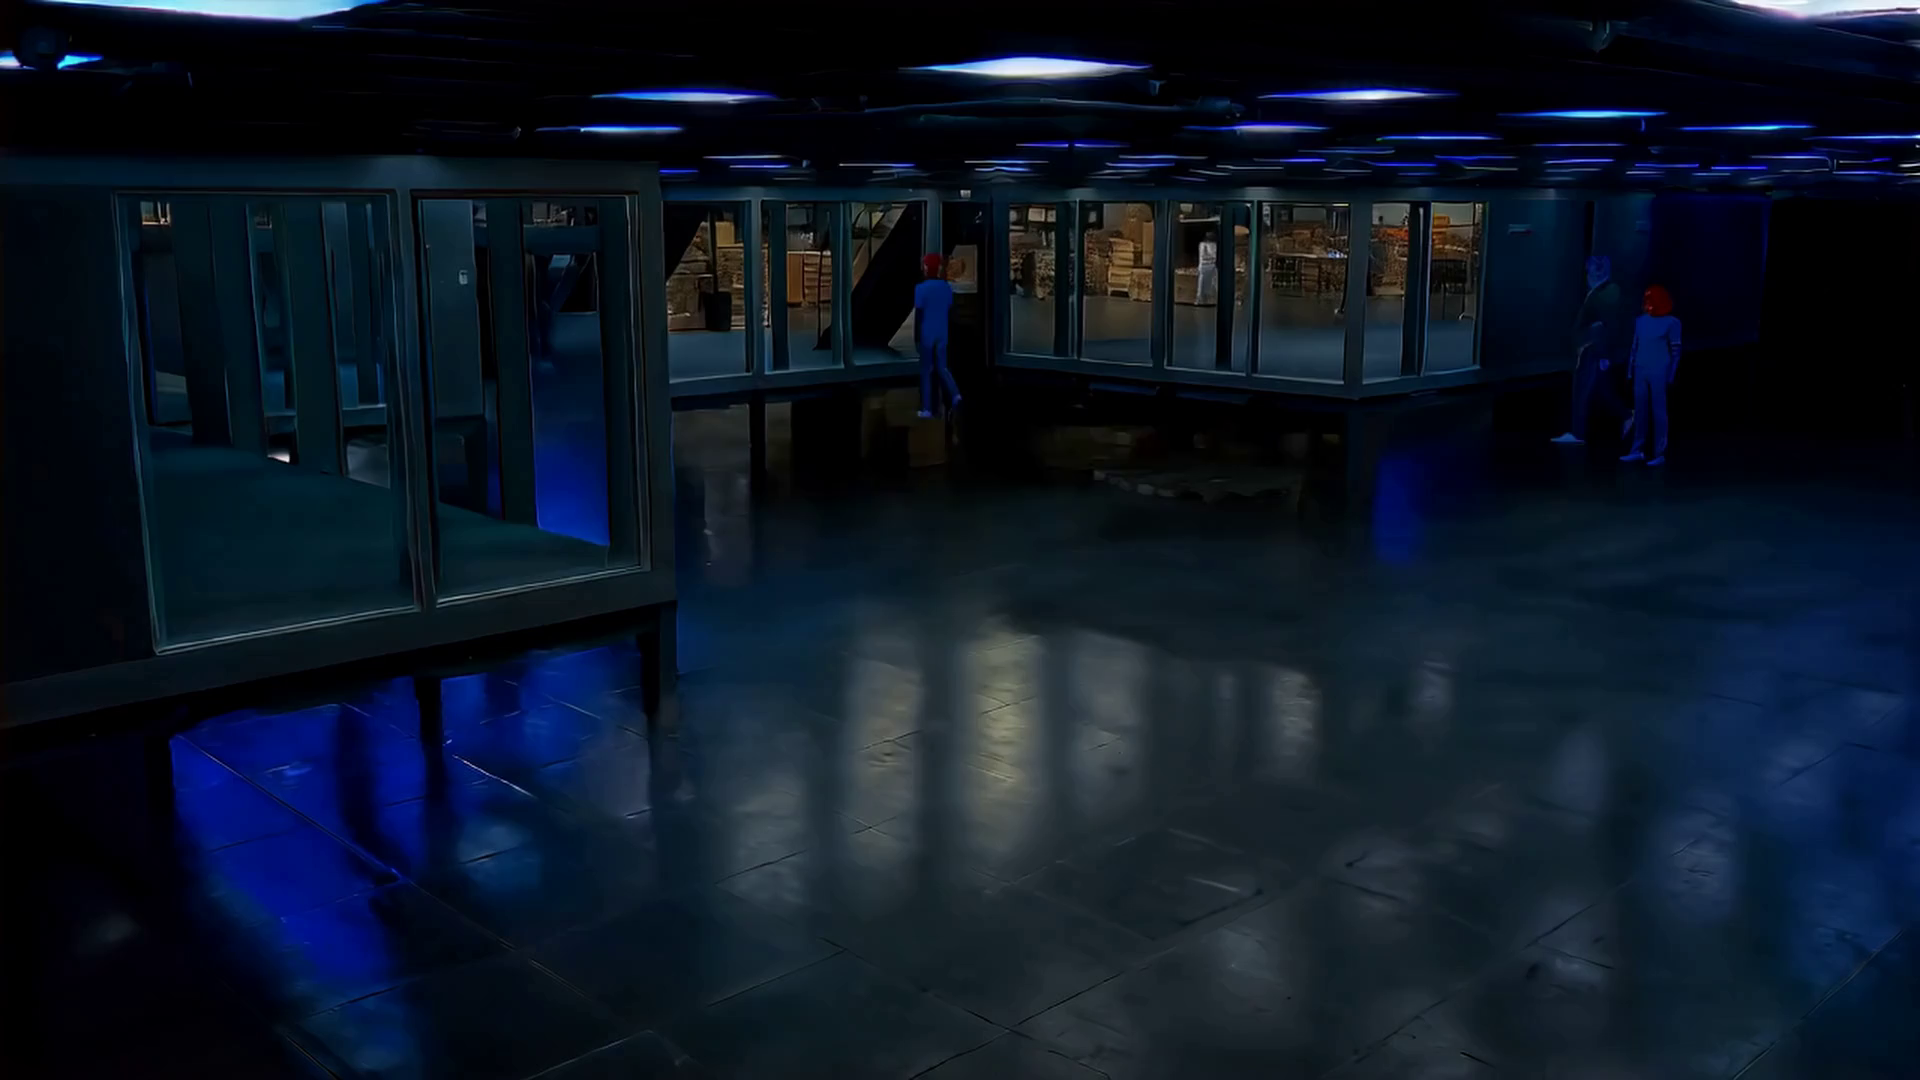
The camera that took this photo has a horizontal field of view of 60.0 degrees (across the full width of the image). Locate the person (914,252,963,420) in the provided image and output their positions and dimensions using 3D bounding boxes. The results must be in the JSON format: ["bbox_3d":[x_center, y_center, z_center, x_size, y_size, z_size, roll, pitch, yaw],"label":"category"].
[{"bbox_3d":[-0.244,-2.237,18.335,0.528,1.851,0.789,-6,13,-28],"label":"person"}]

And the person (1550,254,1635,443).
[{"bbox_3d":[6.366,-1.882,16.475,0.829,1.879,0.650,1,11,7],"label":"person"}]

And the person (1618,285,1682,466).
[{"bbox_3d":[6.302,-1.498,15.155,0.286,1.633,0.499,-6,13,-29],"label":"person"}]
